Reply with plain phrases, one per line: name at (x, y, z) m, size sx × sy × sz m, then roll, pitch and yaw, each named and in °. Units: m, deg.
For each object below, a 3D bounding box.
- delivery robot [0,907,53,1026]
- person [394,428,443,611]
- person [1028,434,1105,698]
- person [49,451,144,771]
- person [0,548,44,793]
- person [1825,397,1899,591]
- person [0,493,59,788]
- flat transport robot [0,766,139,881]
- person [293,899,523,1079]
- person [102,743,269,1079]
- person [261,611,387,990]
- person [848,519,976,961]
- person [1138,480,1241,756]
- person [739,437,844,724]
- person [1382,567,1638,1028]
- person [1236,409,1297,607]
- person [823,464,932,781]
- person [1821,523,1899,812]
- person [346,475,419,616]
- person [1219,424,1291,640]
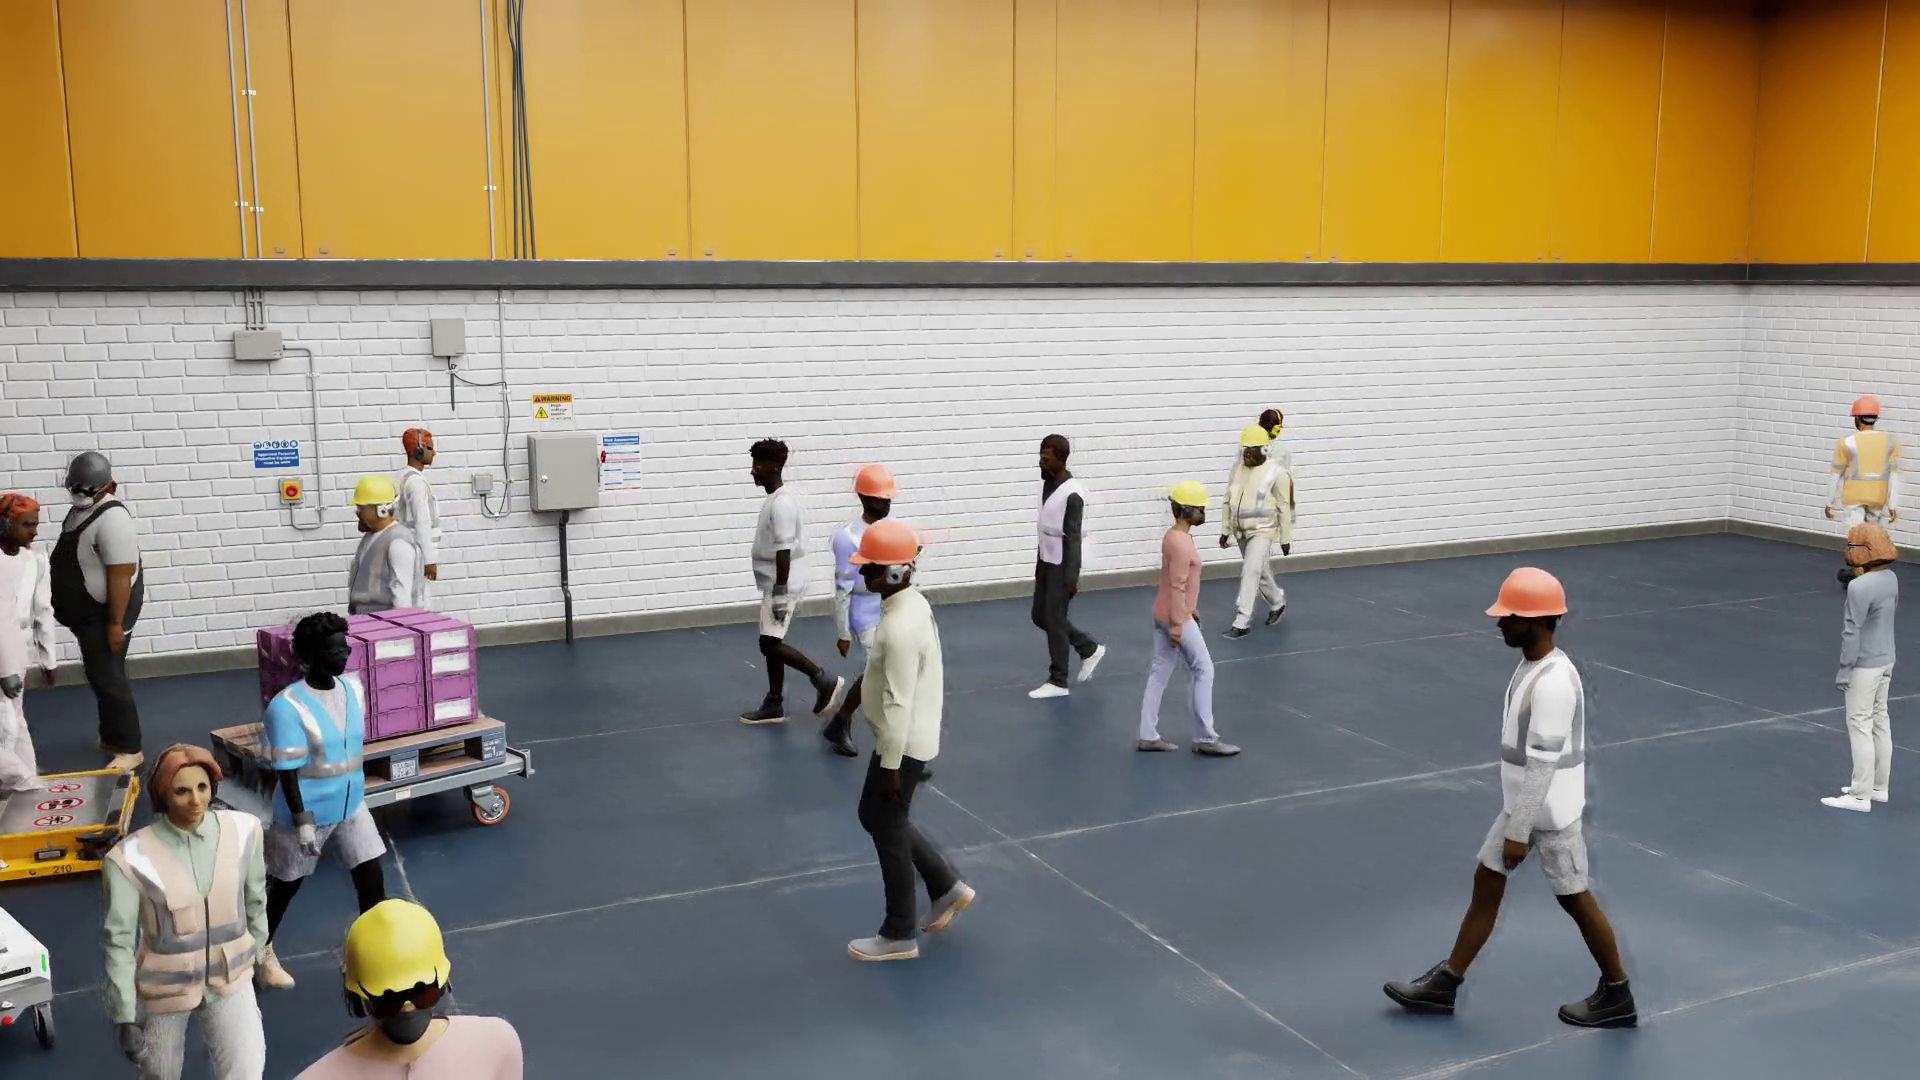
delivery robot at (-3.891, 1.656, 6.601) m, size 0.477 × 0.478 × 0.707 m, roll -9°, pitch 13°, yaw -44°
person at (-4.027, 0.103, 12.421) m, size 0.366 × 1.883 × 0.588 m, roll -4°, pitch 10°, yaw -23°
person at (0.761, 0.180, 11.887) m, size 0.547 × 1.900 × 0.614 m, roll -3°, pitch 10°, yaw -18°
person at (-5.301, 0.386, 10.173) m, size 0.534 × 2.000 × 0.884 m, roll -6°, pitch 11°, yaw -33°
person at (-5.250, 0.662, 8.984) m, size 0.470 × 1.879 × 0.662 m, roll -5°, pitch 11°, yaw -31°
person at (8.354, -0.382, 15.454) m, size 0.552 × 1.874 × 1.013 m, roll 1°, pitch 9°, yaw 7°
person at (-5.213, 0.665, 9.033) m, size 0.500 × 1.852 × 0.603 m, roll 3°, pitch 10°, yaw 17°
flat transport robot at (-4.795, 1.478, 8.875) m, size 0.652 × 0.197 × 1.431 m, roll -4°, pitch 10°, yaw -22°
person at (-1.147, 1.598, 3.526) m, size 0.549 × 1.755 × 0.383 m, roll -6°, pitch 11°, yaw -33°
person at (-2.408, 1.410, 5.220) m, size 0.535 × 1.590 × 0.877 m, roll -9°, pitch 13°, yaw -44°
person at (-2.667, 1.104, 6.912) m, size 0.879 × 1.655 × 0.540 m, roll 4°, pitch 10°, yaw 25°
person at (-0.252, 0.880, 7.301) m, size 0.480 × 1.974 × 0.635 m, roll 0°, pitch 9°, yaw 0°
person at (1.467, 0.494, 10.434) m, size 0.752 × 1.738 × 0.528 m, roll -1°, pitch 9°, yaw -5°
person at (-1.143, 0.286, 11.073) m, size 0.601 × 1.952 × 0.609 m, roll -1°, pitch 9°, yaw -8°
person at (2.275, 1.041, 6.620) m, size 1.014 × 1.880 × 0.559 m, roll 1°, pitch 9°, yaw 6°
person at (2.735, -0.279, 15.049) m, size 0.487 × 1.815 × 0.988 m, roll 8°, pitch 12°, yaw 40°
person at (-0.544, 0.466, 10.146) m, size 0.963 × 1.902 × 0.561 m, roll 8°, pitch 12°, yaw 39°
person at (5.127, 0.715, 9.428) m, size 0.496 × 1.625 × 0.287 m, roll -8°, pitch 12°, yaw -40°
person at (-3.472, 0.490, 10.239) m, size 0.728 × 1.807 × 0.600 m, roll -8°, pitch 12°, yaw -40°
person at (2.514, -0.093, 13.969) m, size 0.944 × 1.790 × 0.565 m, roll -7°, pitch 11°, yaw -37°
